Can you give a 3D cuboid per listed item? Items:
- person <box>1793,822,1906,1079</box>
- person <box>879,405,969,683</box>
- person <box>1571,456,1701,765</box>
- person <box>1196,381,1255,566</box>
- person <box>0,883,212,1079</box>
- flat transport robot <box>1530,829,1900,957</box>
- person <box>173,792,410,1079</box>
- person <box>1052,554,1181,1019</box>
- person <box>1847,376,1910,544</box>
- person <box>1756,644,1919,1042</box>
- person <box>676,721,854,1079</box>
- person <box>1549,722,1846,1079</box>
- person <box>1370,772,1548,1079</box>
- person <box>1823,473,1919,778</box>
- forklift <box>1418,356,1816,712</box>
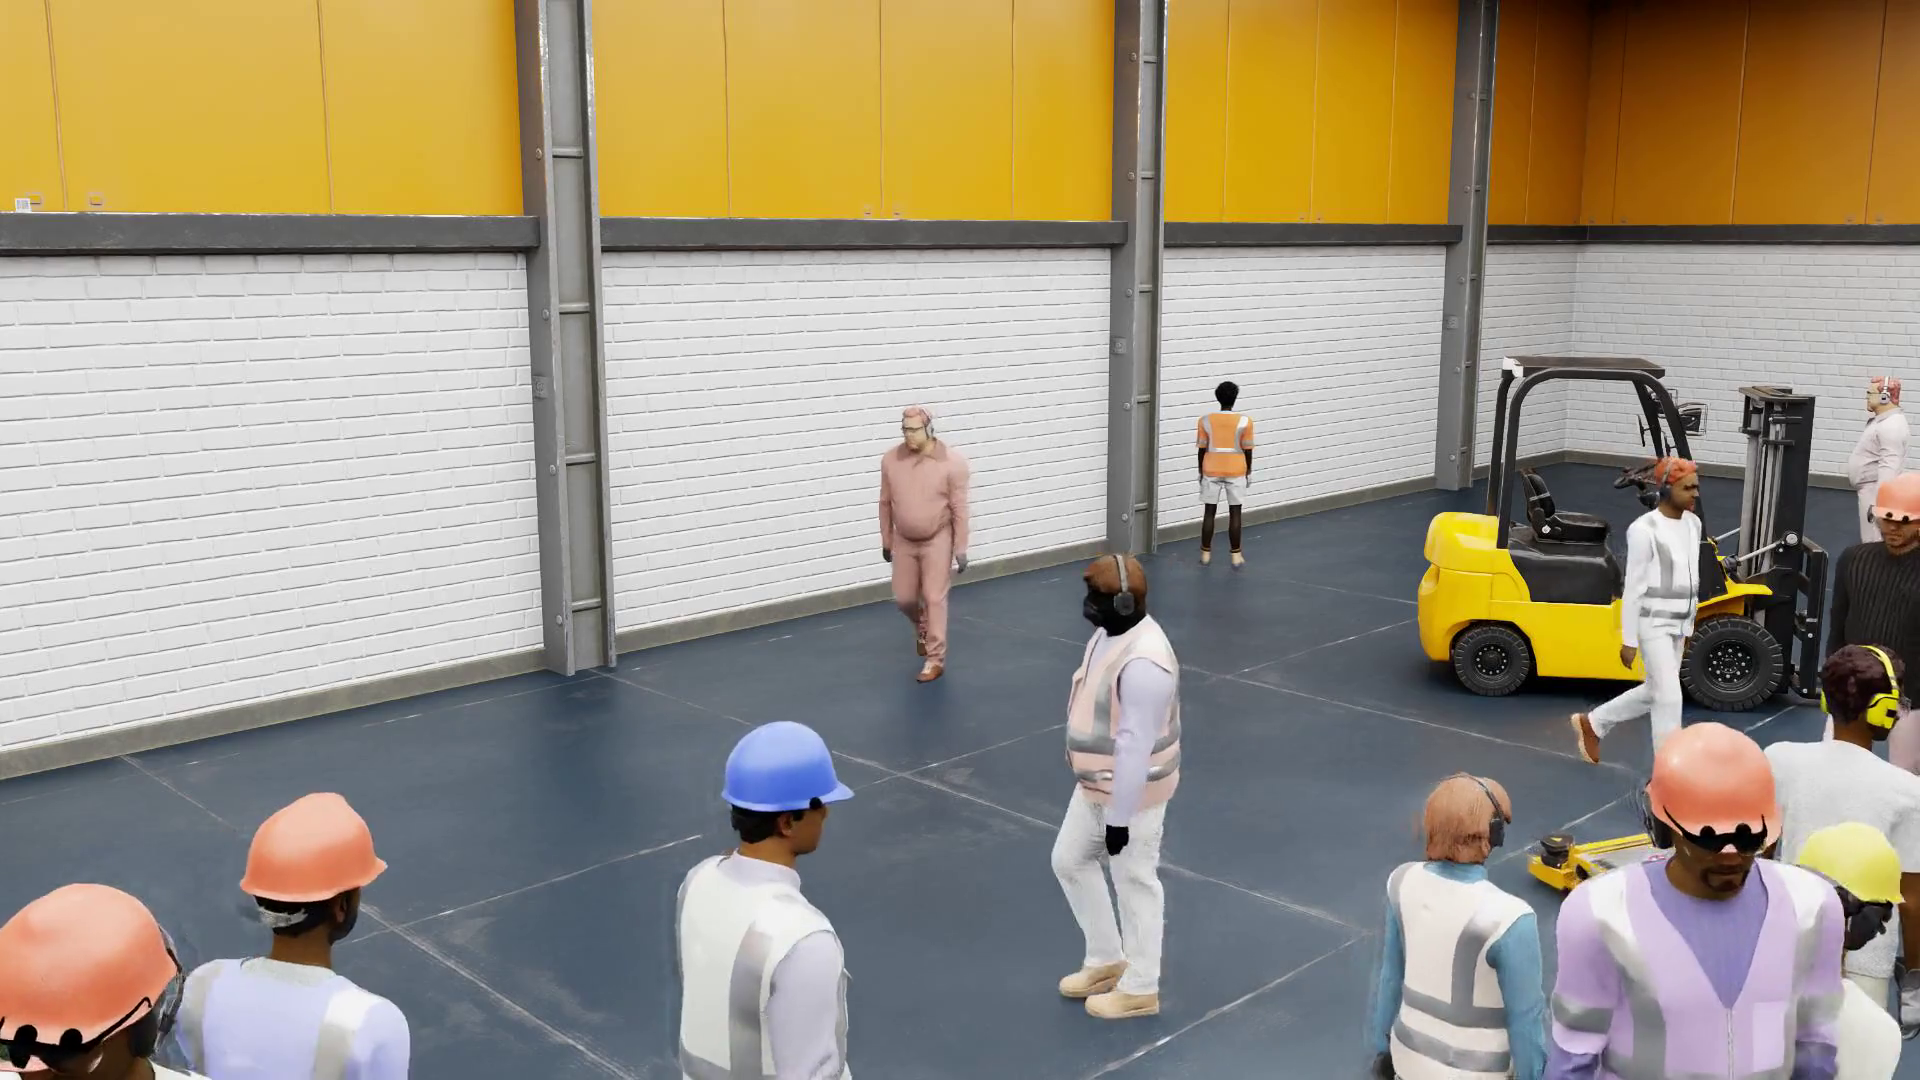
[{"bbox_3d":[1.883,1.475,3.820,0.946,1.700,0.537,-4,11,-20],"label":"person"},{"bbox_3d":[-0.230,-0.003,11.394,0.675,1.884,0.594,4,11,20],"label":"person"},{"bbox_3d":[3.706,0.458,8.970,0.584,1.858,0.838,-8,13,-36],"label":"person"},{"bbox_3d":[2.421,-0.604,15.204,0.538,1.690,0.319,3,11,17],"label":"person"},{"bbox_3d":[-1.353,1.521,2.672,0.638,2.029,0.462,2,11,13],"label":"person"},{"bbox_3d":[3.243,1.565,7.242,0.652,0.197,1.431,-4,11,-23],"label":"flat transport robot"},{"bbox_3d":[-1.350,1.451,3.463,0.557,1.888,0.992,2,11,13],"label":"person"},{"bbox_3d":[0.563,0.951,6.342,0.537,1.825,0.659,-1,10,-8],"label":"person"},{"bbox_3d":[7.259,-0.349,13.214,0.409,1.907,0.651,5,11,25],"label":"person"},{"bbox_3d":[2.532,1.213,4.814,0.328,1.865,0.517,-8,13,-35],"label":"person"},{"bbox_3d":[-0.422,1.360,3.810,0.429,1.932,0.634,-7,12,-33],"label":"person"},{"bbox_3d":[1.603,1.336,3.726,0.629,2.015,0.671,0,10,-1],"label":"person"},{"bbox_3d":[1.237,1.417,4.408,0.767,1.603,0.507,-4,11,-21],"label":"person"},{"bbox_3d":[4.089,0.685,7.396,0.841,1.963,0.641,-7,13,-35],"label":"person"},{"bbox_3d":[4.276,-0.101,11.076,2.313,2.155,1.214,2,11,13],"label":"forklift"}]
